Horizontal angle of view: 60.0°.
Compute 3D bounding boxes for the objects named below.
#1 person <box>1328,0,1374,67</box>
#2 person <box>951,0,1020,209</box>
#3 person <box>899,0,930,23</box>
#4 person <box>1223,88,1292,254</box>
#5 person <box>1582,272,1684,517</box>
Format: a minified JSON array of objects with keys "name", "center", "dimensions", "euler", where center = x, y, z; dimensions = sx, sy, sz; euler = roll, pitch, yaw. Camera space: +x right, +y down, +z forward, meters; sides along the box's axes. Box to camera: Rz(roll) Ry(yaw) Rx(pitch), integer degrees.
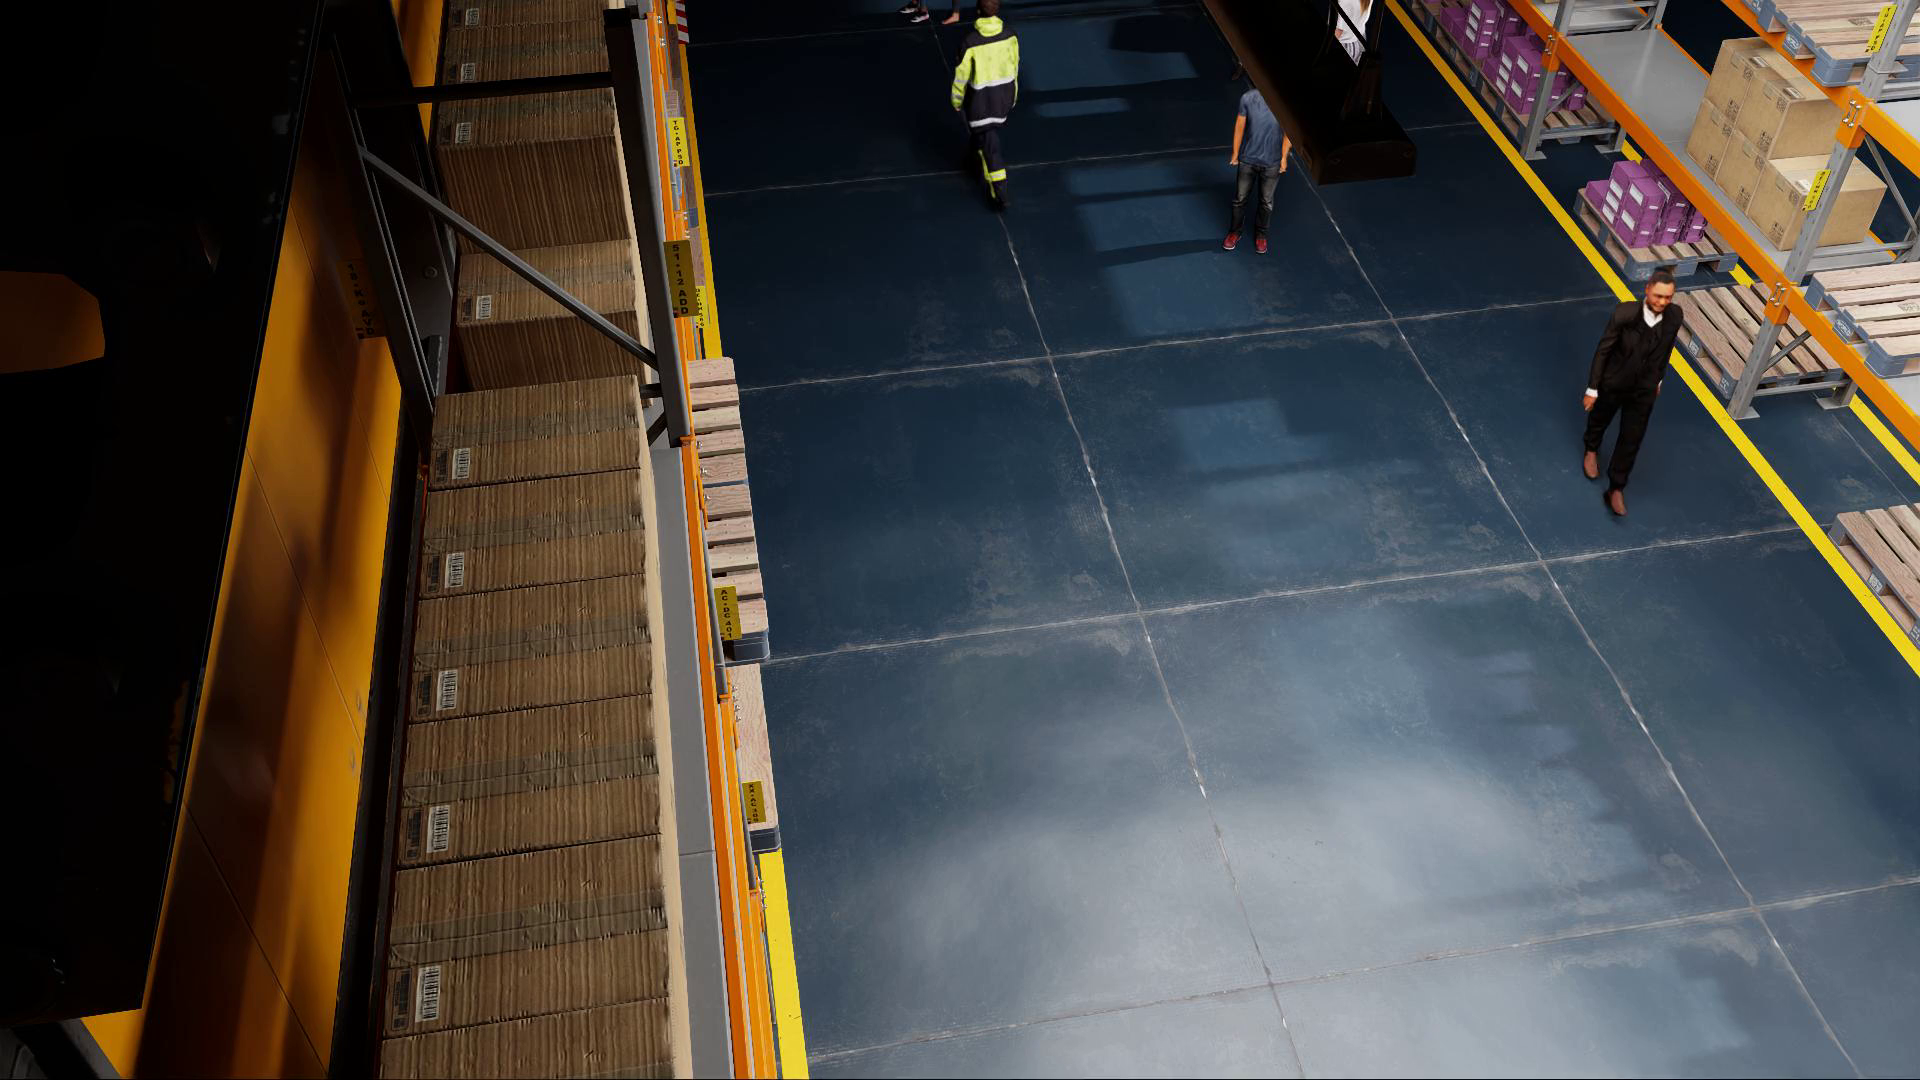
[{"name":"person","center":[3.735,-4.800,16.037],"dimensions":[0.823,1.680,0.786],"euler":[32,52,29]},{"name":"person","center":[0.276,-3.910,14.913],"dimensions":[1.071,1.941,1.349],"euler":[-22,48,-21]},{"name":"person","center":[-0.482,-6.331,17.691],"dimensions":[0.718,1.615,0.605],"euler":[-18,46,-18]},{"name":"person","center":[2.601,-3.339,14.409],"dimensions":[0.716,1.810,0.679],"euler":[8,44,9]},{"name":"person","center":[4.842,-1.210,12.127],"dimensions":[0.953,1.874,1.174],"euler":[6,44,6]}]
